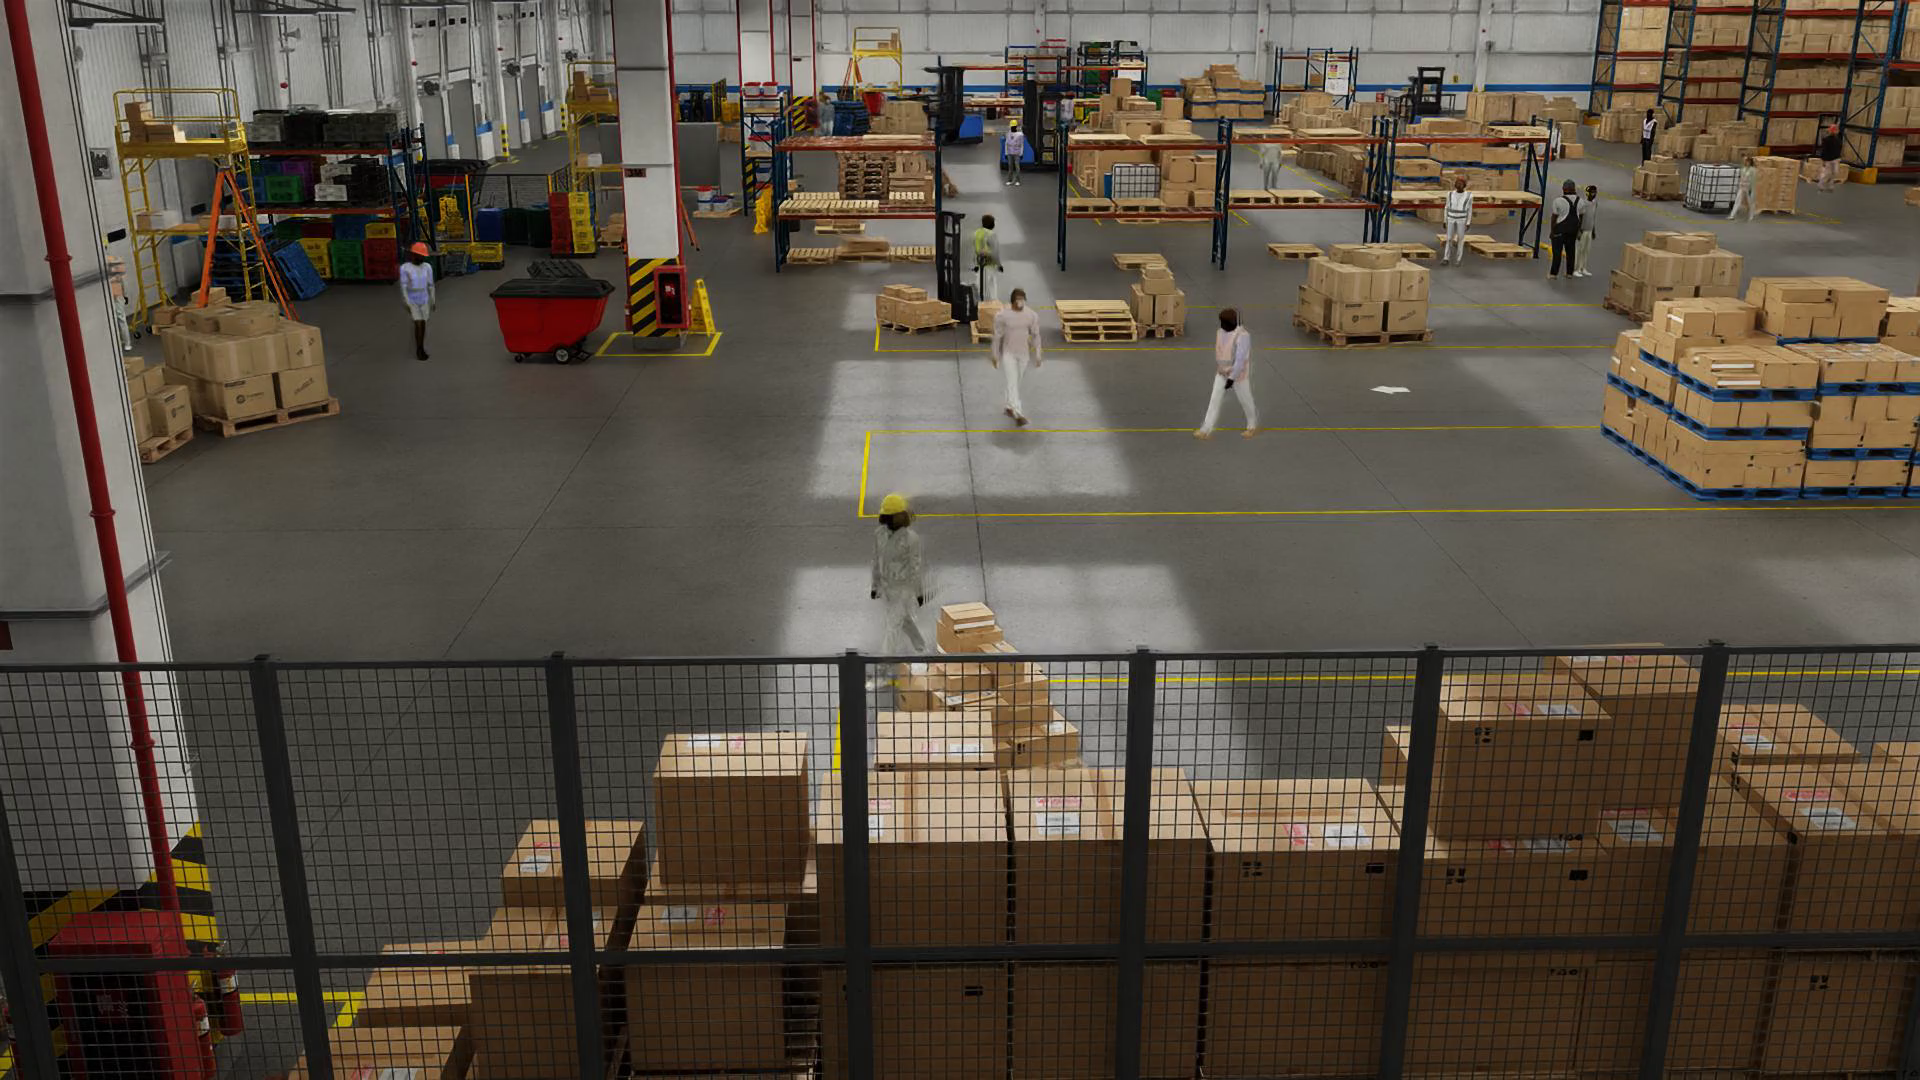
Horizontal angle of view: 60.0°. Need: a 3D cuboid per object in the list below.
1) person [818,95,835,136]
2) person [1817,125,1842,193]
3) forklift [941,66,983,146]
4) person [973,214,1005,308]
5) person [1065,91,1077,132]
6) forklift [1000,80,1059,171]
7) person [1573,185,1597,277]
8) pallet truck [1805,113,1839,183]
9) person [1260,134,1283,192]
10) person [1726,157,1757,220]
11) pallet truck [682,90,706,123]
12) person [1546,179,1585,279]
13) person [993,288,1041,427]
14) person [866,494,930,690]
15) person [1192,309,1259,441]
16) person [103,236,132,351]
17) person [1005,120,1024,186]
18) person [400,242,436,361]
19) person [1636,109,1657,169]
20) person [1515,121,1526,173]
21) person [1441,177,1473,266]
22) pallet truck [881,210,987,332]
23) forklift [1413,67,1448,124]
[{"bbox_3d":[-4.870,-15.198,60.458,0.652,1.914,0.737,-9,21,-26],"label":"person"},{"bbox_3d":[24.972,-10.931,47.744,0.626,1.941,0.662,-5,19,-15],"label":"person"},{"bbox_3d":[-0.165,-16.070,61.545,1.873,2.768,1.129,-10,21,-26],"label":"forklift"},{"bbox_3d":[0.440,-5.081,30.619,0.939,1.808,0.636,-8,20,-22],"label":"person"},{"bbox_3d":[4.200,-15.909,62.544,0.647,1.915,0.562,-9,20,-24],"label":"person"},{"bbox_3d":[2.236,-13.269,53.236,1.873,2.768,1.129,-1,19,-1],"label":"forklift"},{"bbox_3d":[12.960,-6.388,34.380,0.531,1.871,0.322,-11,22,-30],"label":"person"},{"bbox_3d":[26.403,-11.957,50.702,0.823,1.965,1.885,6,19,16],"label":"pallet truck"},{"bbox_3d":[8.779,-10.627,46.919,0.661,1.887,0.996,0,19,-1],"label":"person"},{"bbox_3d":[20.083,-8.961,42.433,0.851,1.596,0.530,-7,20,-19],"label":"person"},{"bbox_3d":[-9.671,-15.907,62.421,0.823,1.965,1.885,5,19,15],"label":"pallet truck"},{"bbox_3d":[12.394,-6.391,34.123,0.693,2.000,0.535,-5,19,-14],"label":"person"},{"bbox_3d":[0.803,-2.534,22.932,0.652,1.878,1.030,-8,20,-22],"label":"person"},{"bbox_3d":[-0.542,0.396,14.516,0.493,1.701,0.911,16,24,39],"label":"person"},{"bbox_3d":[3.600,-2.186,22.069,1.022,1.784,0.619,-13,23,-34],"label":"person"},{"bbox_3d":[-13.982,-4.037,27.316,0.592,1.926,0.366,-13,23,-35],"label":"person"},{"bbox_3d":[1.603,-11.545,49.588,0.594,1.925,0.370,10,21,26],"label":"person"},{"bbox_3d":[-8.683,-3.834,26.755,0.574,1.898,0.665,-17,25,-42],"label":"person"},{"bbox_3d":[22.325,-13.004,53.948,0.396,1.911,0.588,-4,19,-13],"label":"person"},{"bbox_3d":[17.753,-12.459,52.738,0.512,1.645,0.307,-17,25,-41],"label":"person"},{"bbox_3d":[10.643,-6.814,35.622,0.573,1.883,0.354,10,21,27],"label":"person"},{"bbox_3d":[-0.493,-4.759,29.349,1.885,1.965,0.823,-13,23,-34],"label":"pallet truck"},{"bbox_3d":[17.351,-16.088,61.597,1.129,2.768,1.873,-1,19,-1],"label":"forklift"}]
